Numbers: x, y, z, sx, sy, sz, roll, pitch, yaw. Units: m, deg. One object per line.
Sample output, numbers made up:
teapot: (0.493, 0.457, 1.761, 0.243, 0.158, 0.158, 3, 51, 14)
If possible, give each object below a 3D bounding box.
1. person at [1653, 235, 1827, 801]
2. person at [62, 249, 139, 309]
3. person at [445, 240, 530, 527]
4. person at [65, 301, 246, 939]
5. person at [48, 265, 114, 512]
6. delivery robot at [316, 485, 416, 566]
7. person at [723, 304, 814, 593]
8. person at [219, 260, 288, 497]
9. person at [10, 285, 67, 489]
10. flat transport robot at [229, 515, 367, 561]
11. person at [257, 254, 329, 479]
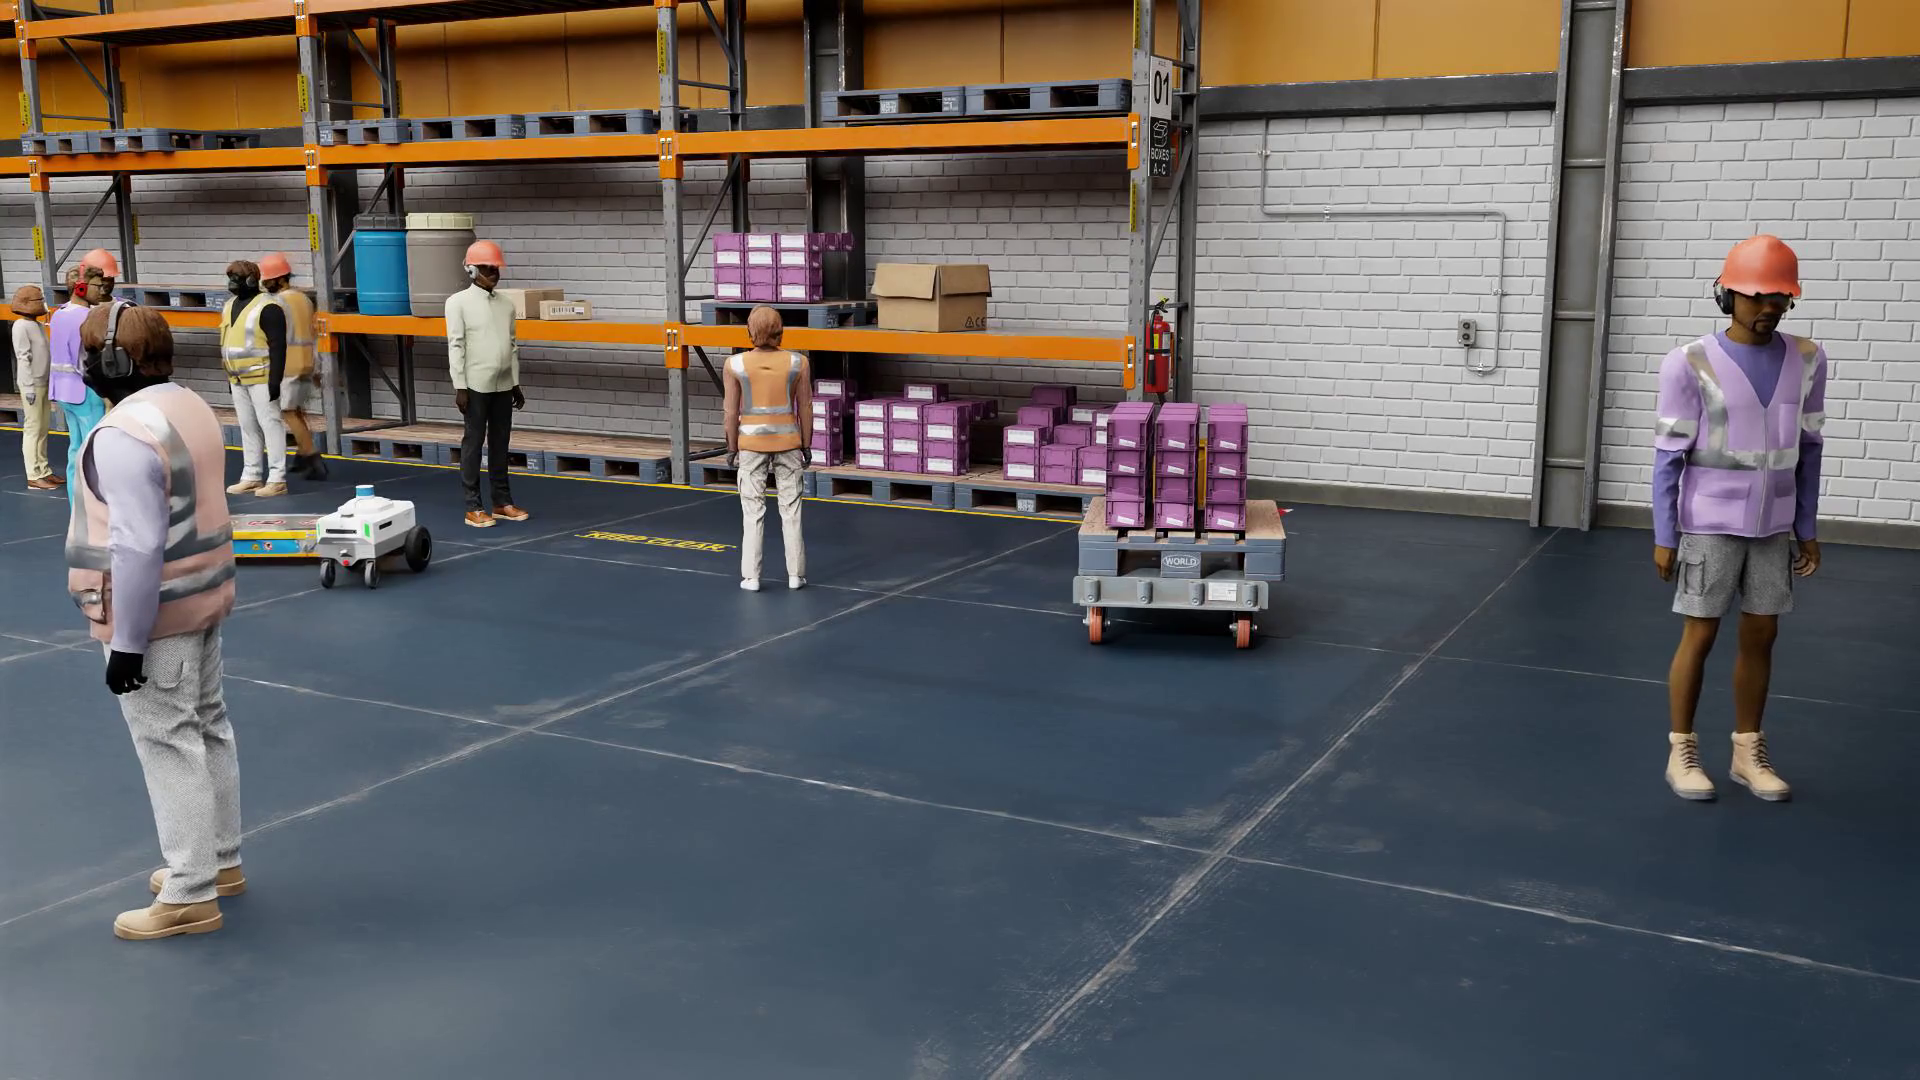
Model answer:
person: (2.785, -0.059, 5.944, 0.612, 2.029, 0.406, -1, 10, -6)
person: (-5.989, -1.069, 11.722, 0.553, 1.933, 0.370, -10, 14, -44)
person: (-3.328, -1.099, 11.720, 0.376, 1.997, 0.612, 6, 12, 30)
person: (-2.345, 0.232, 4.848, 0.429, 1.842, 0.630, -1, 10, -6)
person: (-5.779, -0.888, 10.996, 0.563, 1.839, 0.392, 8, 13, 36)
delivery robot: (-3.508, -0.082, 9.841, 0.477, 0.478, 0.707, 1, 10, 4)
person: (-1.085, -0.512, 9.469, 0.514, 1.644, 0.308, -2, 11, -11)
person: (-5.526, -1.257, 13.007, 0.624, 1.844, 0.430, 6, 12, 32)
person: (-7.445, -1.231, 13.430, 0.275, 1.636, 0.507, -2, 11, -11)
flat transport robot: (-4.304, -0.021, 10.540, 1.431, 0.197, 0.652, -1, 10, -4)
person: (-5.557, -1.438, 13.903, 0.668, 1.888, 0.589, 2, 11, 13)
